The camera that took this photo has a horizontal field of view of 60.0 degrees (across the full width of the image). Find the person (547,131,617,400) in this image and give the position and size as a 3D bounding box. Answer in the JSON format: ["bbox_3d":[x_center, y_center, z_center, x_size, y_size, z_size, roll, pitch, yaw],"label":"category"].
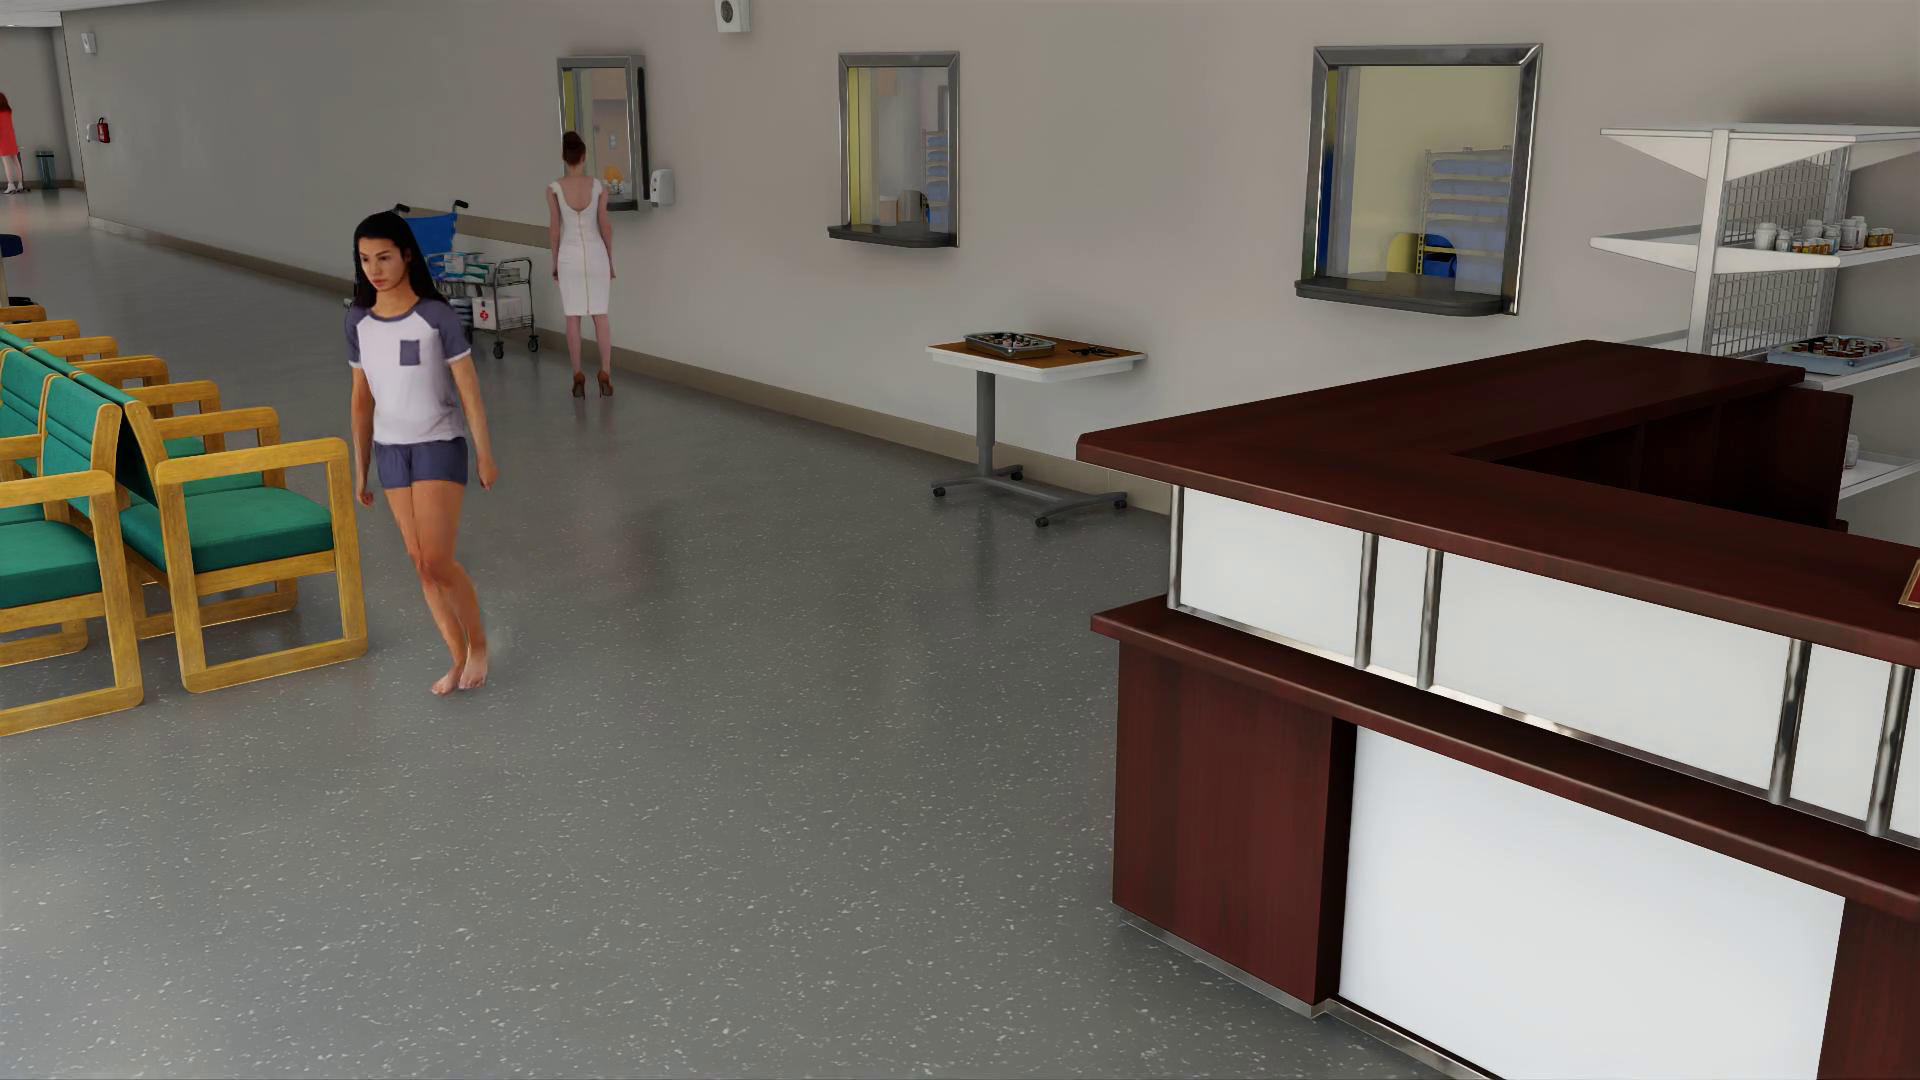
[{"bbox_3d":[-2.576,-1.861,11.324,0.594,1.792,0.711,-3,16,-10],"label":"person"}]

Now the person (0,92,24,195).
[{"bbox_3d":[-17.538,-7.315,30.606,0.721,1.827,0.627,4,16,14],"label":"person"}]

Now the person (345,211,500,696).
[{"bbox_3d":[-1.887,-0.298,5.921,0.704,1.716,0.736,4,16,12],"label":"person"}]
